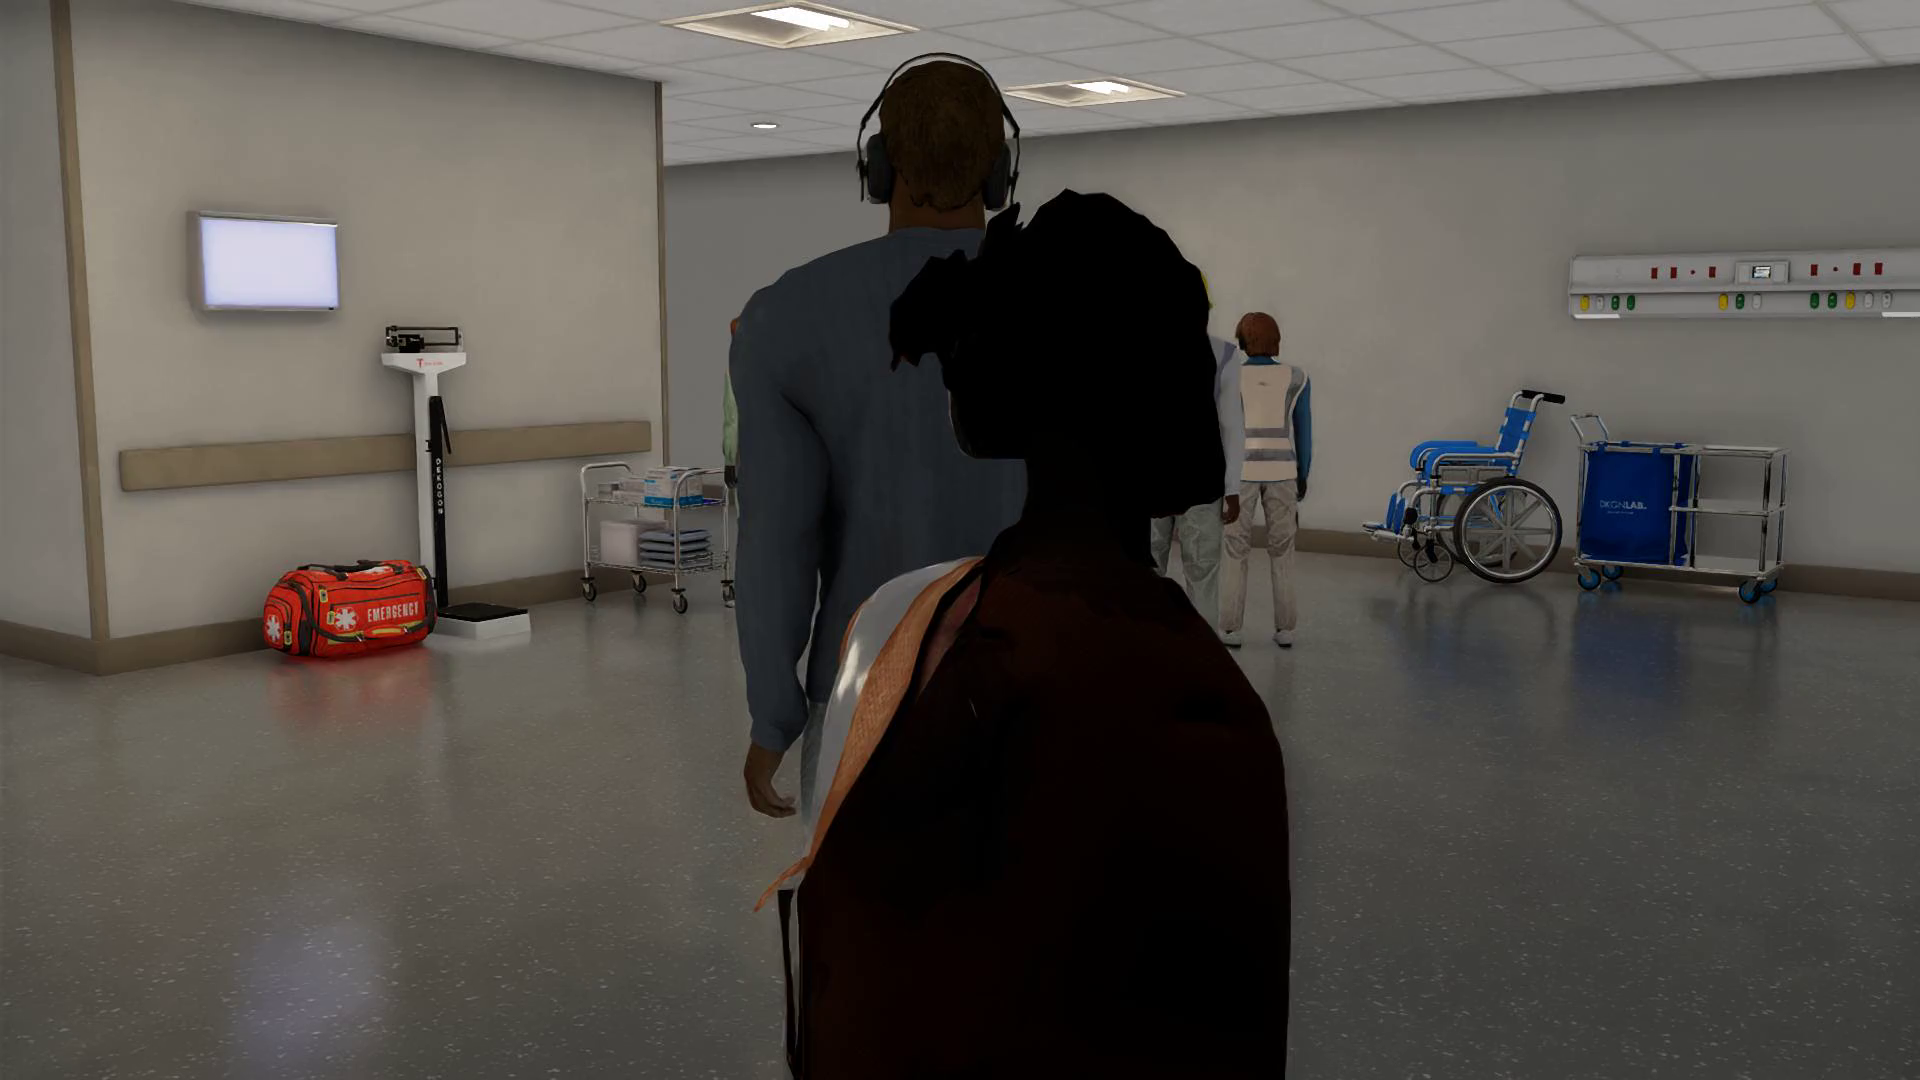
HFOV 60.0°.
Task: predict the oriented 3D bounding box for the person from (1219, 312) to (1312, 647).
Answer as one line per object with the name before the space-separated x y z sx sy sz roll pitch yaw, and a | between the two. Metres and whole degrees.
person | 1.446 -0.285 8.083 0.525 1.634 0.311 0 7 -2

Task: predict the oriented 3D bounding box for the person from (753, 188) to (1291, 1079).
person | 0.062 0.584 1.045 0.310 1.642 0.514 -5 9 -37

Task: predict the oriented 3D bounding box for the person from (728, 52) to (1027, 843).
person | -0.025 0.253 2.519 0.635 1.937 0.353 -2 7 -14

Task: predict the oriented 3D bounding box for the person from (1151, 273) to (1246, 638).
person | 0.914 -0.249 7.028 0.592 1.823 0.404 3 8 23
